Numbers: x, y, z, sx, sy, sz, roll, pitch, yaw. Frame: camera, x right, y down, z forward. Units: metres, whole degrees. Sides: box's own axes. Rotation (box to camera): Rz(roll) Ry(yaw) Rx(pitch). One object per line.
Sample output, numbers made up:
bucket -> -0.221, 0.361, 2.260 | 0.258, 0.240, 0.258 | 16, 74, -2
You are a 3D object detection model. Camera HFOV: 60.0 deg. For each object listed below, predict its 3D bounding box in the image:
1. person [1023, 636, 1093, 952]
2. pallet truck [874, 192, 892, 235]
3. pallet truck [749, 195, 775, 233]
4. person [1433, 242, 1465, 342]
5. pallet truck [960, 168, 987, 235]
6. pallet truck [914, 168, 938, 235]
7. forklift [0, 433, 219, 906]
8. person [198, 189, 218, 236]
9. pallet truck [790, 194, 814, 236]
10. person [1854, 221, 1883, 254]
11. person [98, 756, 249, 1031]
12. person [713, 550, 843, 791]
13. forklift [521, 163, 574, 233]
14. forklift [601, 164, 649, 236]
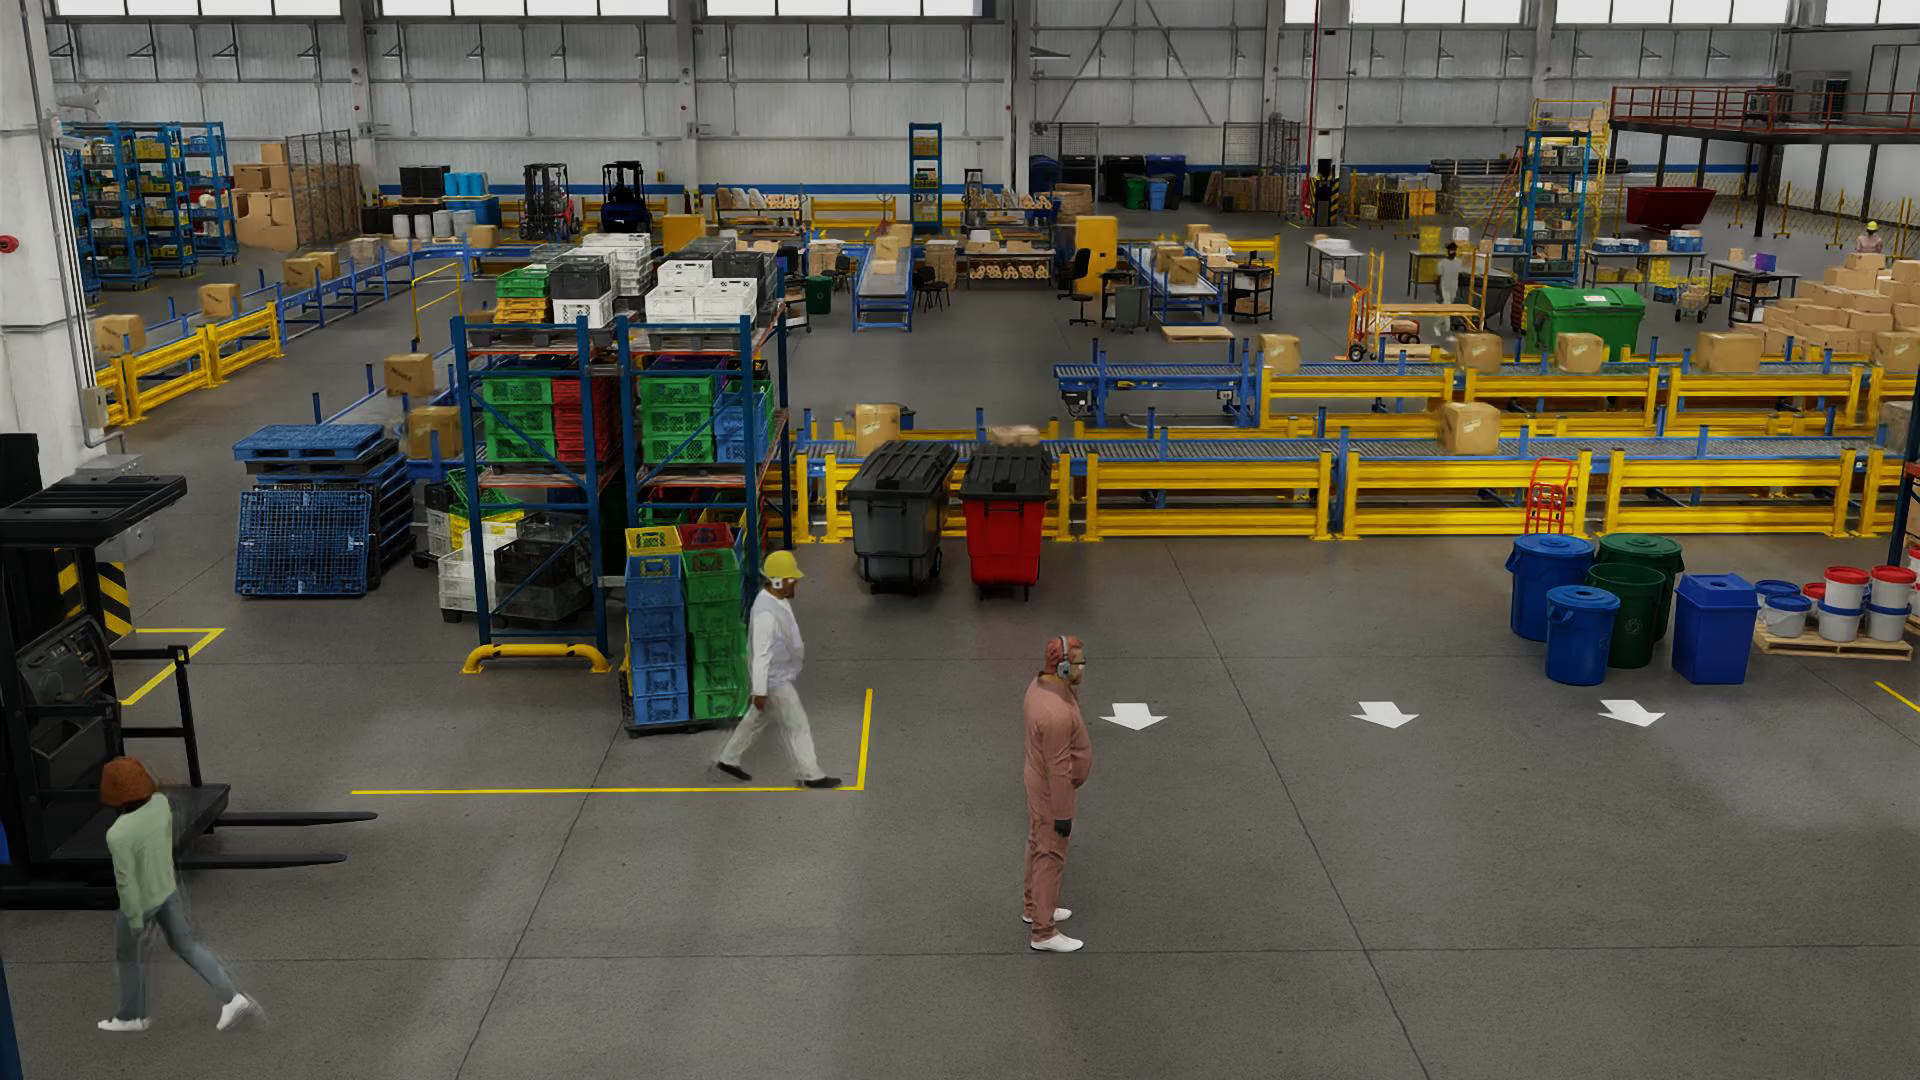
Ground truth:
person -> 0.574, 1.466, 9.741 | 0.394, 1.899, 0.641 | -2, 16, -6
pallet truck -> -2.277, -9.986, 50.594 | 0.653, 1.274, 1.630 | 0, 16, -1
pallet truck -> -6.051, -9.967, 50.660 | 0.680, 1.201, 1.601 | 0, 16, -1
person -> 9.152, -4.682, 31.201 | 0.514, 1.844, 0.874 | -6, 17, -19
pallet truck -> 0.383, -10.230, 50.206 | 0.823, 1.965, 1.885 | -1, 16, -3
pallet truck -> -0.989, -10.316, 50.507 | 0.823, 1.965, 1.885 | 1, 16, 3
forklift -> -5.952, 0.780, 10.366 | 1.873, 2.768, 1.129 | 0, 16, -1
person -> -20.738, -8.916, 45.957 | 0.679, 1.818, 0.409 | 8, 18, 25
pallet truck -> -4.814, -9.883, 50.259 | 0.704, 1.261, 1.522 | -1, 16, -3
person -> 19.705, -6.058, 36.144 | 0.535, 1.749, 0.529 | 11, 19, 32
person -> -4.243, 1.888, 8.797 | 0.804, 1.608, 0.502 | 3, 16, 10
person -> -1.352, 0.928, 11.822 | 0.932, 1.783, 0.600 | 0, 16, -2
forklift -> -12.233, -10.122, 49.298 | 1.157, 1.987, 2.680 | 0, 16, -1
forklift -> -9.948, -10.127, 49.296 | 1.157, 1.987, 2.680 | -1, 16, -3
